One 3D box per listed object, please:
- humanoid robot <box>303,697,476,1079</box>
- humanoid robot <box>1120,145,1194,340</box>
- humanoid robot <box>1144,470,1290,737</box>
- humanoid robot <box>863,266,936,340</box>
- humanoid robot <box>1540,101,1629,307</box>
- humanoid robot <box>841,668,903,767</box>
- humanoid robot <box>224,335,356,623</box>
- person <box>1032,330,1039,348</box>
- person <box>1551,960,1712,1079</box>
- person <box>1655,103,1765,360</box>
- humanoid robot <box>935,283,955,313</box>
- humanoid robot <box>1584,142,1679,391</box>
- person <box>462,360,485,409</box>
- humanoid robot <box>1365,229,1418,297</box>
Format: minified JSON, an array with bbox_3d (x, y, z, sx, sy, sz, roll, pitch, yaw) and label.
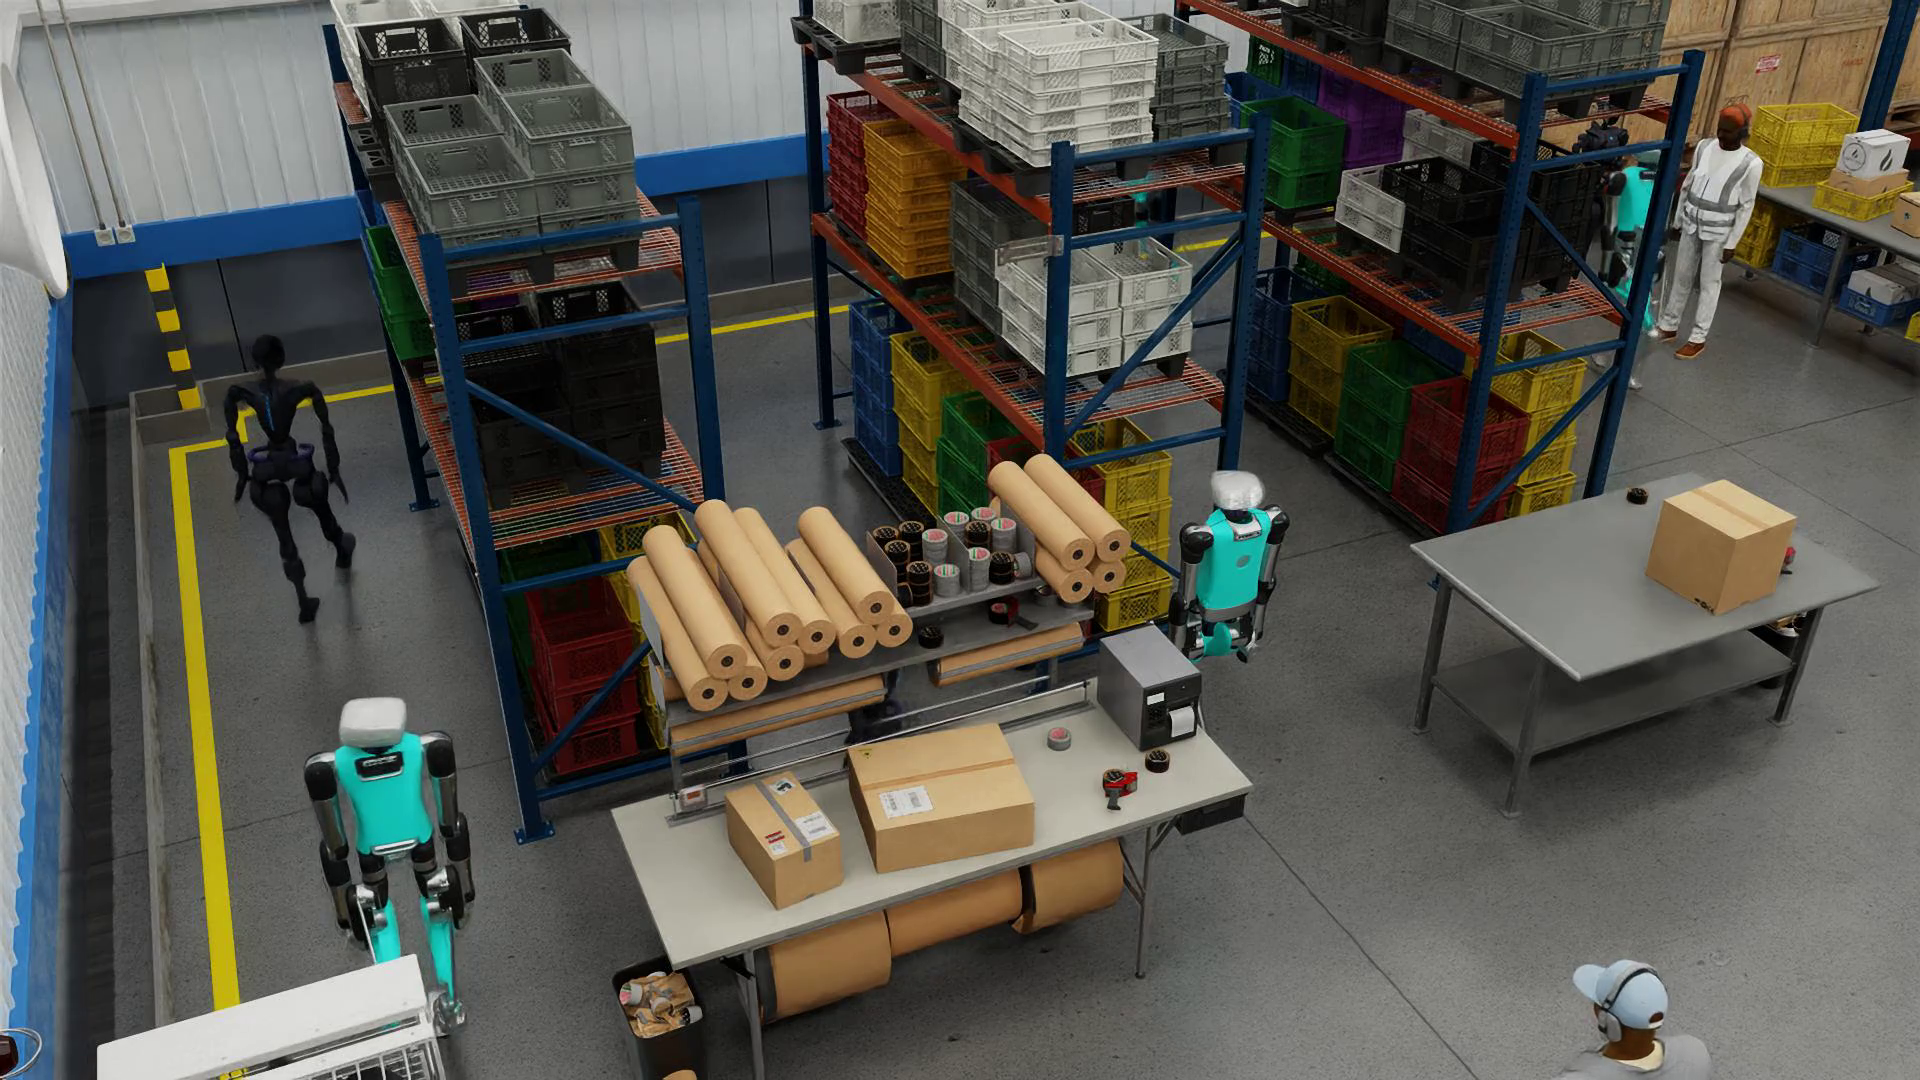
[{"bbox_3d":[-2.037,1.498,6.199,0.543,1.770,1.049,-11,33,-17],"label":"humanoid robot"},{"bbox_3d":[1.502,-2.303,12.334,0.668,1.823,0.534,-12,34,-19],"label":"humanoid robot"},{"bbox_3d":[1.118,0.341,7.893,0.533,1.673,0.735,-13,34,-20],"label":"humanoid robot"},{"bbox_3d":[-0.441,-1.864,11.674,0.542,1.881,0.702,24,39,33],"label":"humanoid robot"},{"bbox_3d":[4.872,-2.634,12.890,0.599,1.657,0.315,-13,34,-20],"label":"humanoid robot"},{"bbox_3d":[-0.348,0.917,7.162,0.685,1.637,0.589,2,32,3],"label":"humanoid robot"},{"bbox_3d":[-3.771,-0.406,9.316,0.608,1.629,0.749,-6,32,-10],"label":"humanoid robot"},{"bbox_3d":[0.544,-2.332,12.070,0.390,2.040,0.609,-21,37,-30],"label":"person"},{"bbox_3d":[1.945,2.006,5.204,0.587,1.850,0.393,-12,34,-19],"label":"person"},{"bbox_3d":[5.411,-2.237,12.064,0.356,1.884,0.574,-16,35,-25],"label":"person"},{"bbox_3d":[-0.060,-2.084,12.040,0.429,1.650,0.601,2,32,3],"label":"humanoid robot"},{"bbox_3d":[4.742,-1.823,11.522,0.549,1.735,0.938,-10,33,-15],"label":"humanoid robot"},{"bbox_3d":[-3.176,-1.391,10.645,0.438,1.927,0.673,-7,32,-12],"label":"person"},{"bbox_3d":[3.238,-2.265,12.333,0.611,1.637,0.684,-18,36,-27],"label":"humanoid robot"}]
